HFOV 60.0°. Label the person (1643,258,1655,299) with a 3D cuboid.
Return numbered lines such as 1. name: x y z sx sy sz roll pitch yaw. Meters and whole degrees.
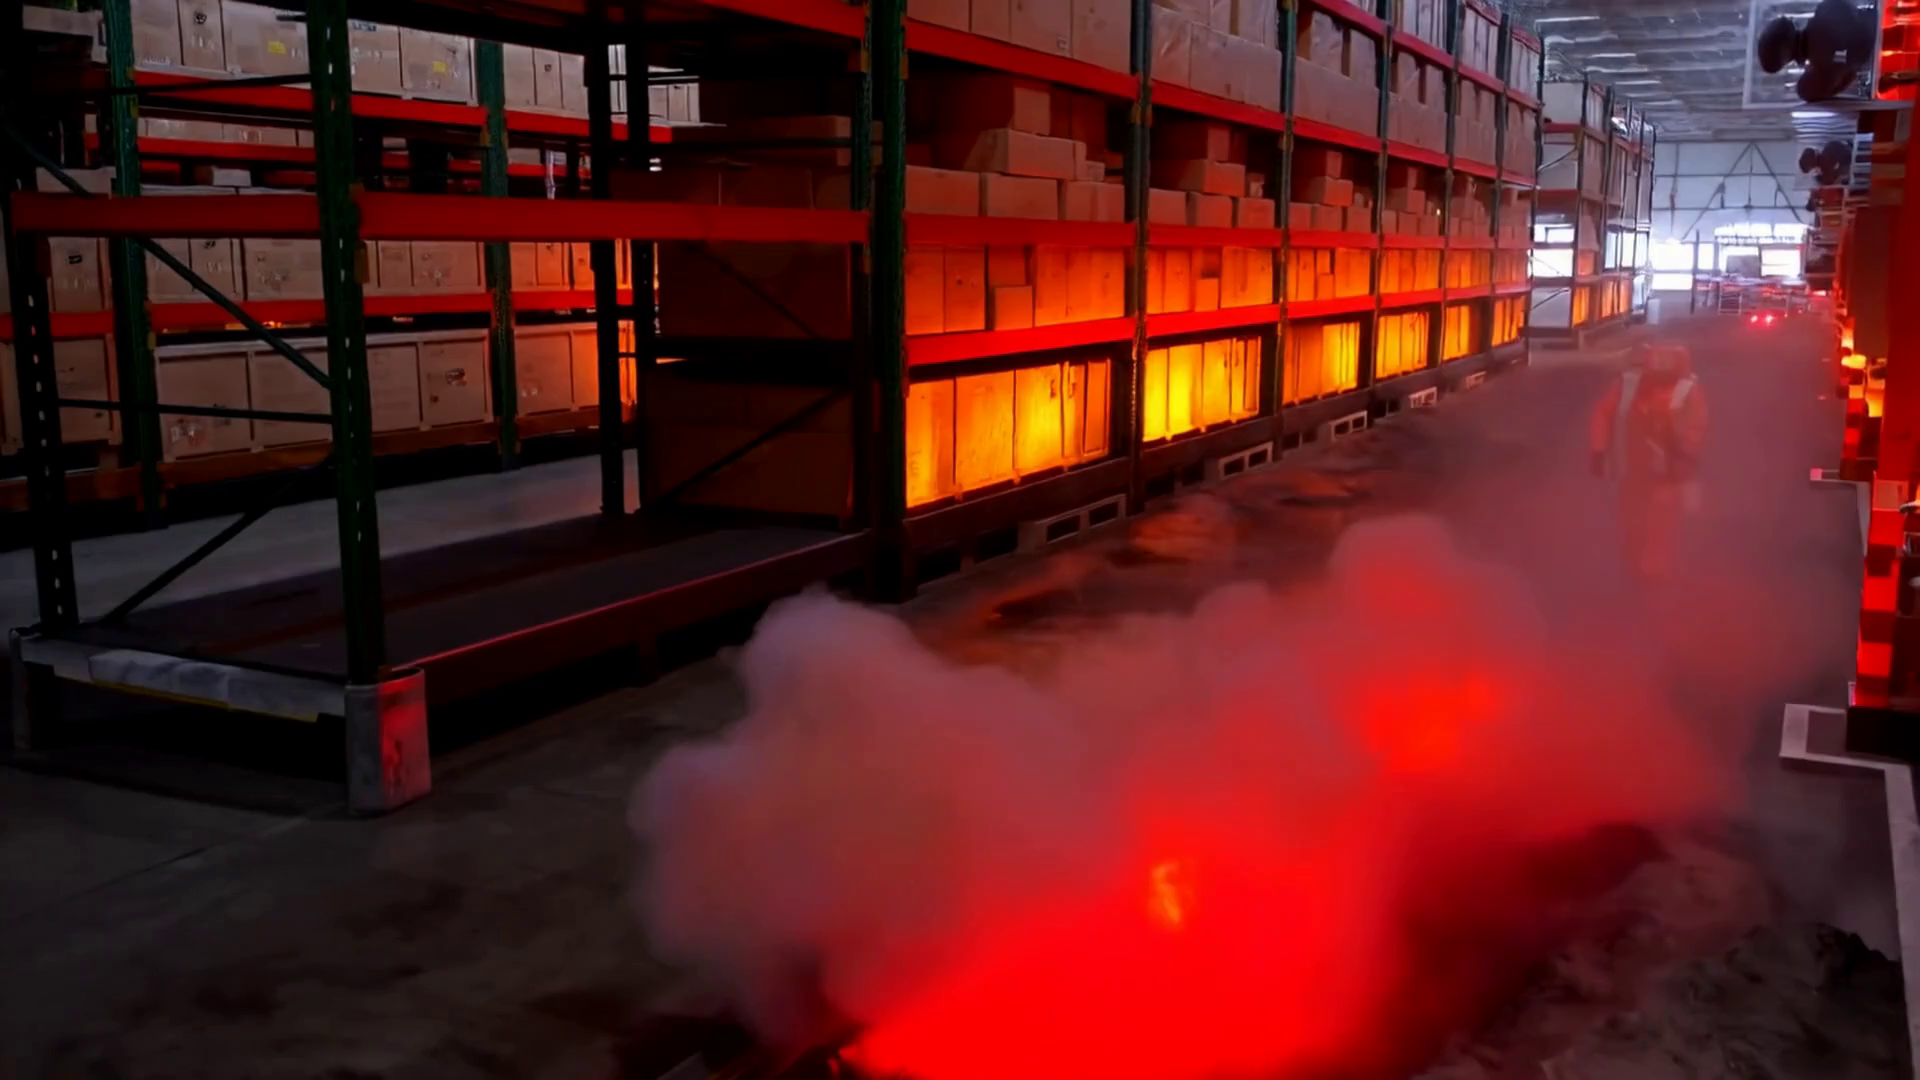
1. person: 32.365 -12.266 78.120 0.574 1.920 0.455 9 14 43
